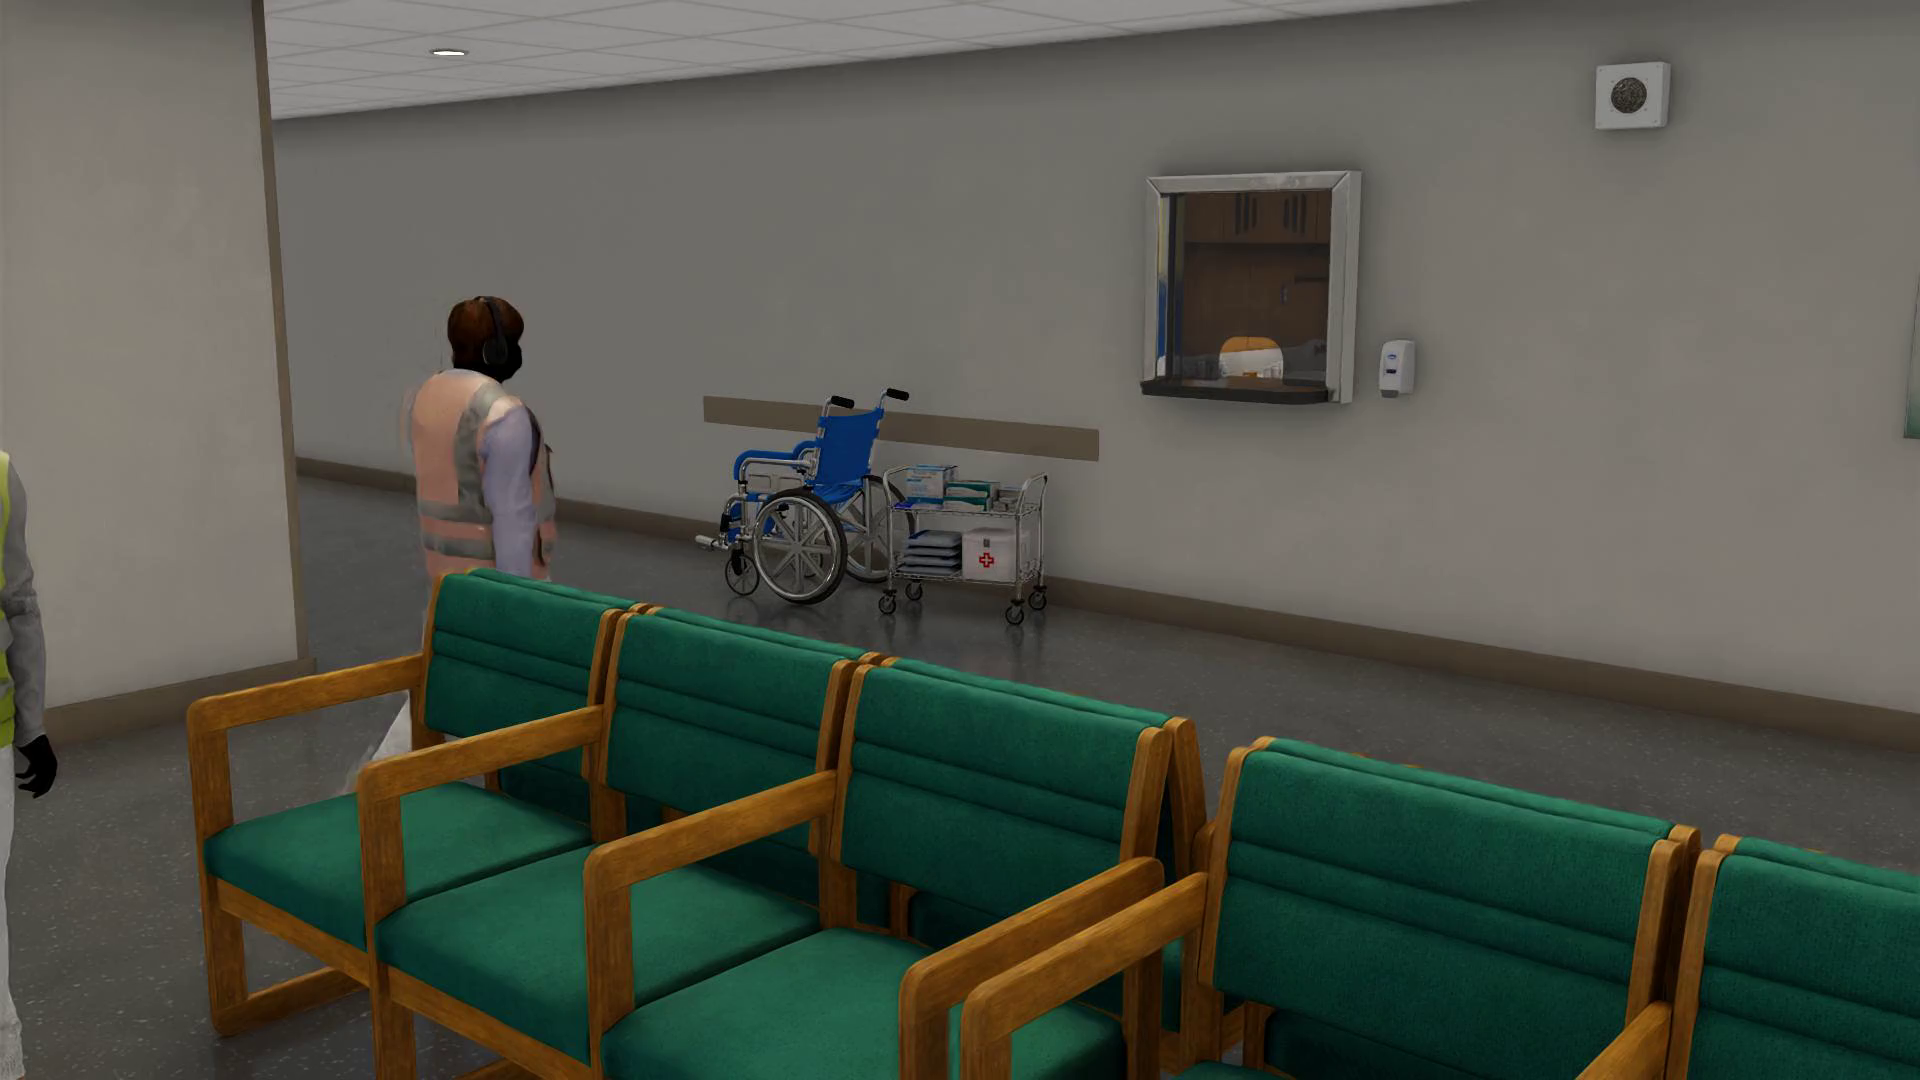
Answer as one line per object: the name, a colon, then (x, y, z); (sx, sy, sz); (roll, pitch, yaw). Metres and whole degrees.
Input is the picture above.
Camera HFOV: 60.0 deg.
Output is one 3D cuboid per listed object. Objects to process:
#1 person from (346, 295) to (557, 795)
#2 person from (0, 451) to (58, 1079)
person: (-1.616, 0.105, 5.484); (0.632, 1.813, 0.863); (9, 14, 42)
person: (-2.237, 0.440, 3.500); (0.621, 1.837, 0.429); (-10, 14, -43)
